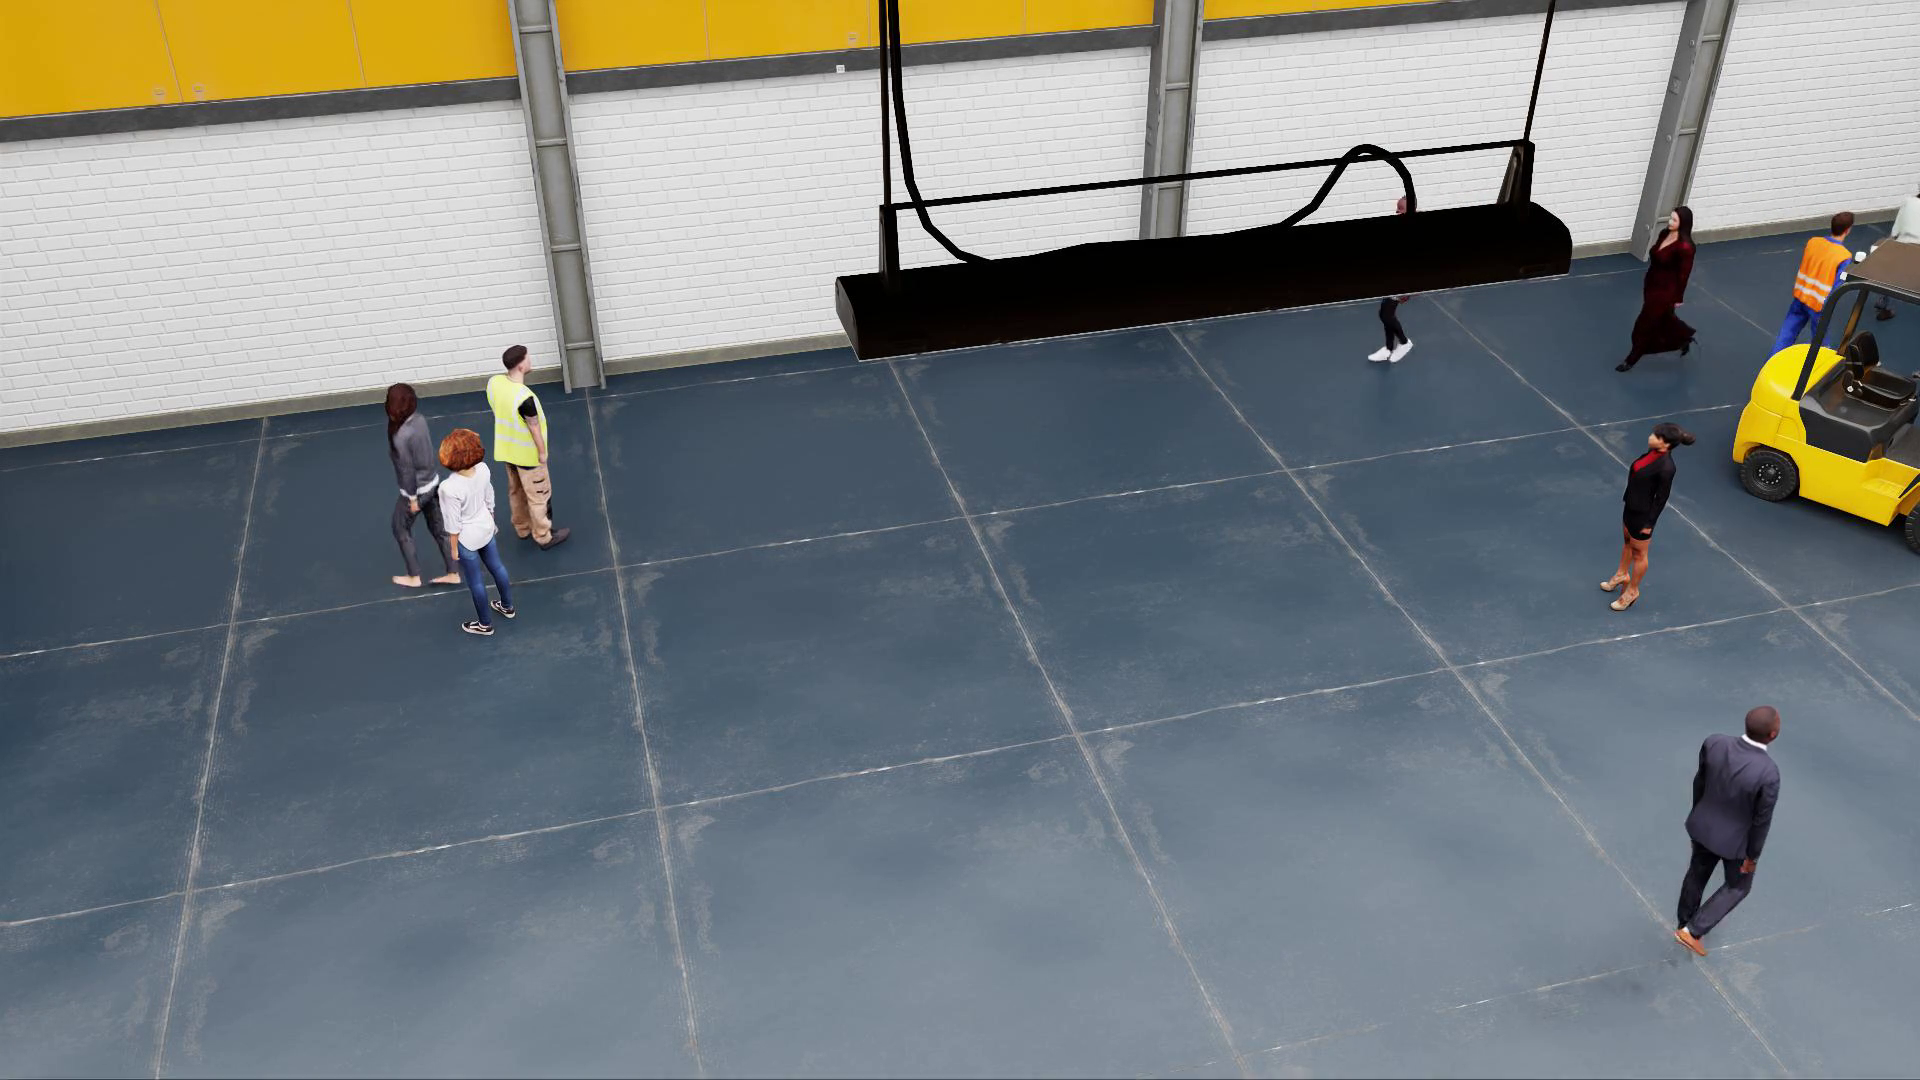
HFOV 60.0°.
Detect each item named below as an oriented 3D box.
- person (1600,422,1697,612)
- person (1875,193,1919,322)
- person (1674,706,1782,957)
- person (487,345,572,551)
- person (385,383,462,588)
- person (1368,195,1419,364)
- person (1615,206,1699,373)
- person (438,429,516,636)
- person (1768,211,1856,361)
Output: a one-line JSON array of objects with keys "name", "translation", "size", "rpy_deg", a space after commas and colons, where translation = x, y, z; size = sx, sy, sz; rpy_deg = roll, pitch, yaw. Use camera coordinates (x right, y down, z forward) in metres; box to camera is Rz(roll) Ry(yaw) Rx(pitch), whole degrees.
[{"name": "person", "translation": [5.288, -0.201, 12.907], "size": [0.717, 1.636, 0.651], "rpy_deg": [1, 34, 2]}, {"name": "person", "translation": [9.756, -3.002, 17.122], "size": [0.645, 1.634, 0.632], "rpy_deg": [-17, 37, -24]}, {"name": "person", "translation": [4.458, 1.755, 9.805], "size": [0.773, 1.813, 0.778], "rpy_deg": [-16, 37, -22]}, {"name": "person", "translation": [-3.553, -0.754, 13.554], "size": [0.856, 1.841, 0.905], "rpy_deg": [23, 40, 30]}, {"name": "person", "translation": [-4.172, -0.401, 13.107], "size": [0.895, 1.747, 0.807], "rpy_deg": [4, 34, 5]}, {"name": "person", "translation": [4.374, -2.564, 16.347], "size": [0.651, 1.763, 0.638], "rpy_deg": [-7, 34, -10]}, {"name": "person", "translation": [6.931, -2.424, 16.173], "size": [1.113, 1.722, 0.743], "rpy_deg": [-4, 34, -6]}, {"name": "person", "translation": [-3.688, -0.071, 12.642], "size": [0.813, 1.712, 0.755], "rpy_deg": [17, 37, 24]}, {"name": "person", "translation": [8.002, -2.202, 15.749], "size": [1.177, 1.821, 0.882], "rpy_deg": [-18, 38, -25]}]
